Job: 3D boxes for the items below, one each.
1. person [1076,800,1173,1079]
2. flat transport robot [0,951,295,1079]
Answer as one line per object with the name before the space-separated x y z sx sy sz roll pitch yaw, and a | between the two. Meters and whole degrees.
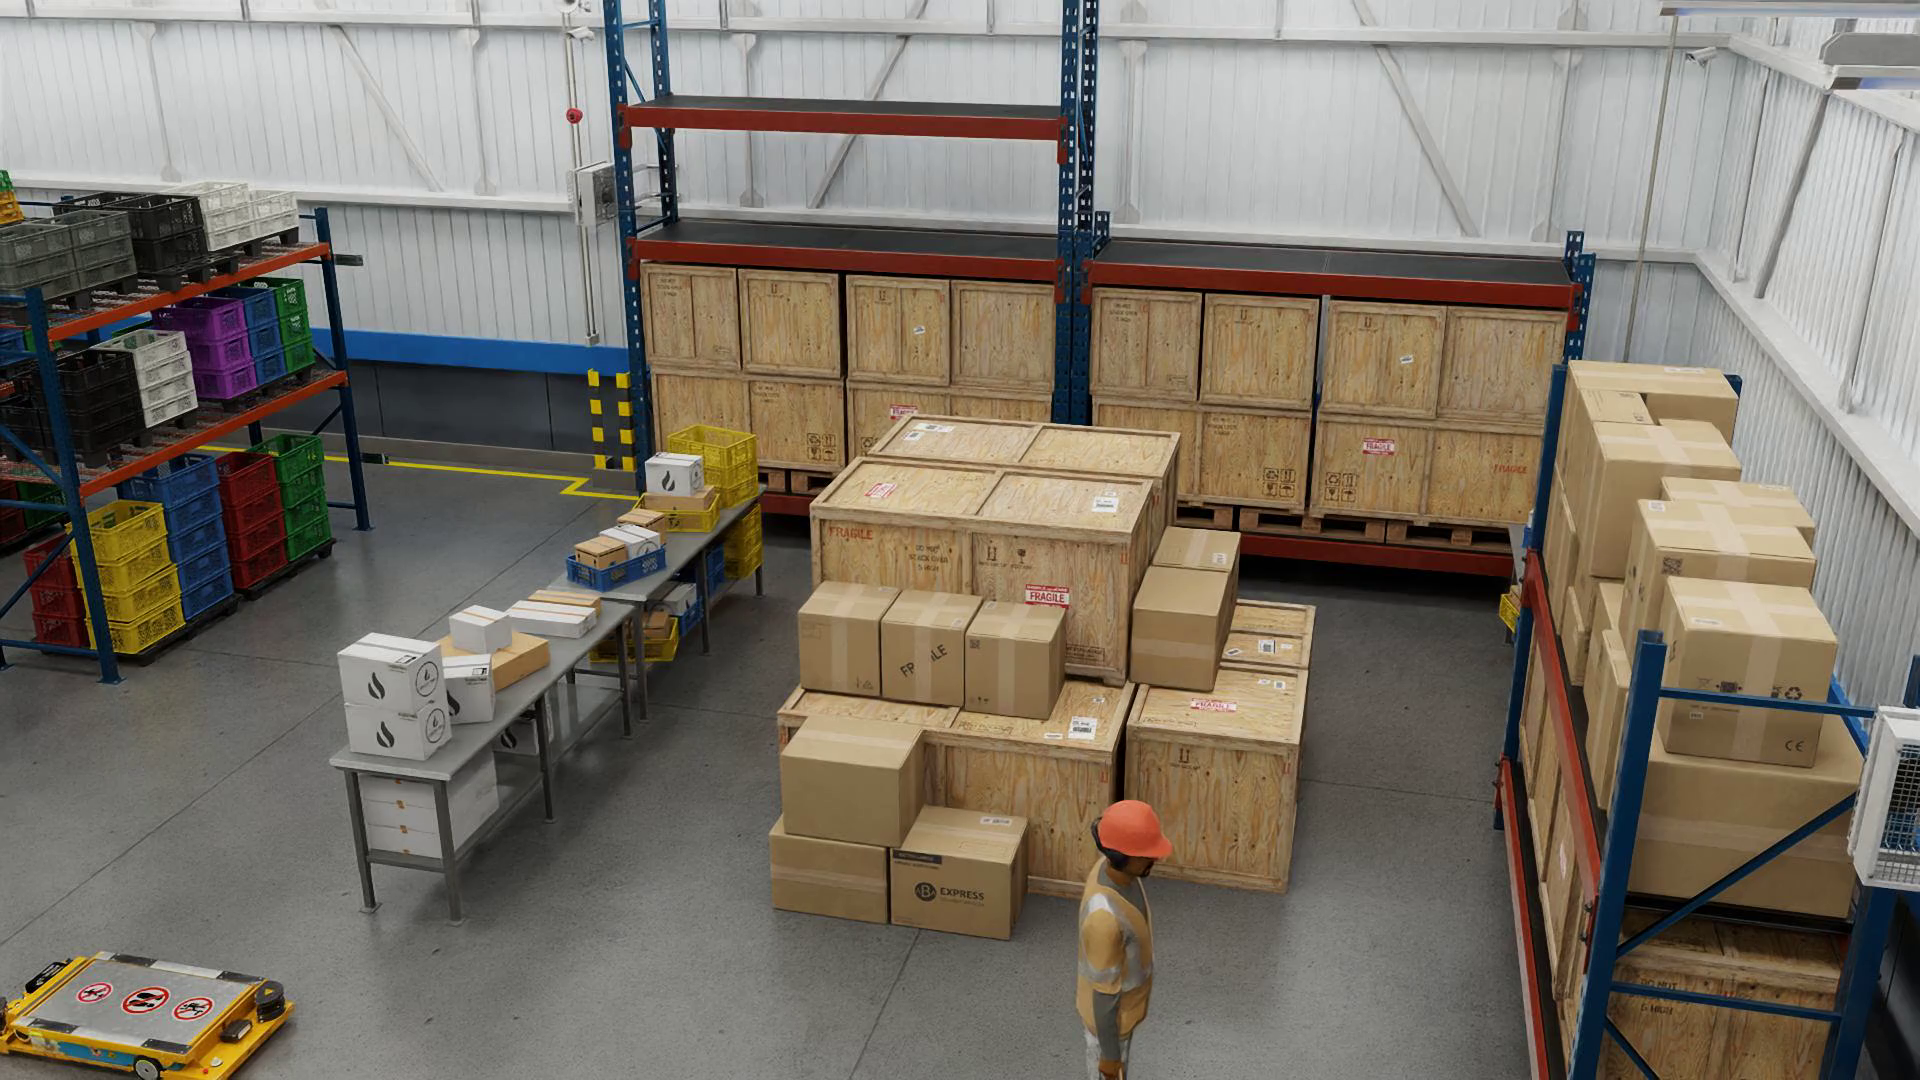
person | 0.701 2.035 7.242 0.379 2.039 0.615 4 21 10
flat transport robot | -4.270 2.464 8.601 1.431 0.231 0.659 5 22 13
